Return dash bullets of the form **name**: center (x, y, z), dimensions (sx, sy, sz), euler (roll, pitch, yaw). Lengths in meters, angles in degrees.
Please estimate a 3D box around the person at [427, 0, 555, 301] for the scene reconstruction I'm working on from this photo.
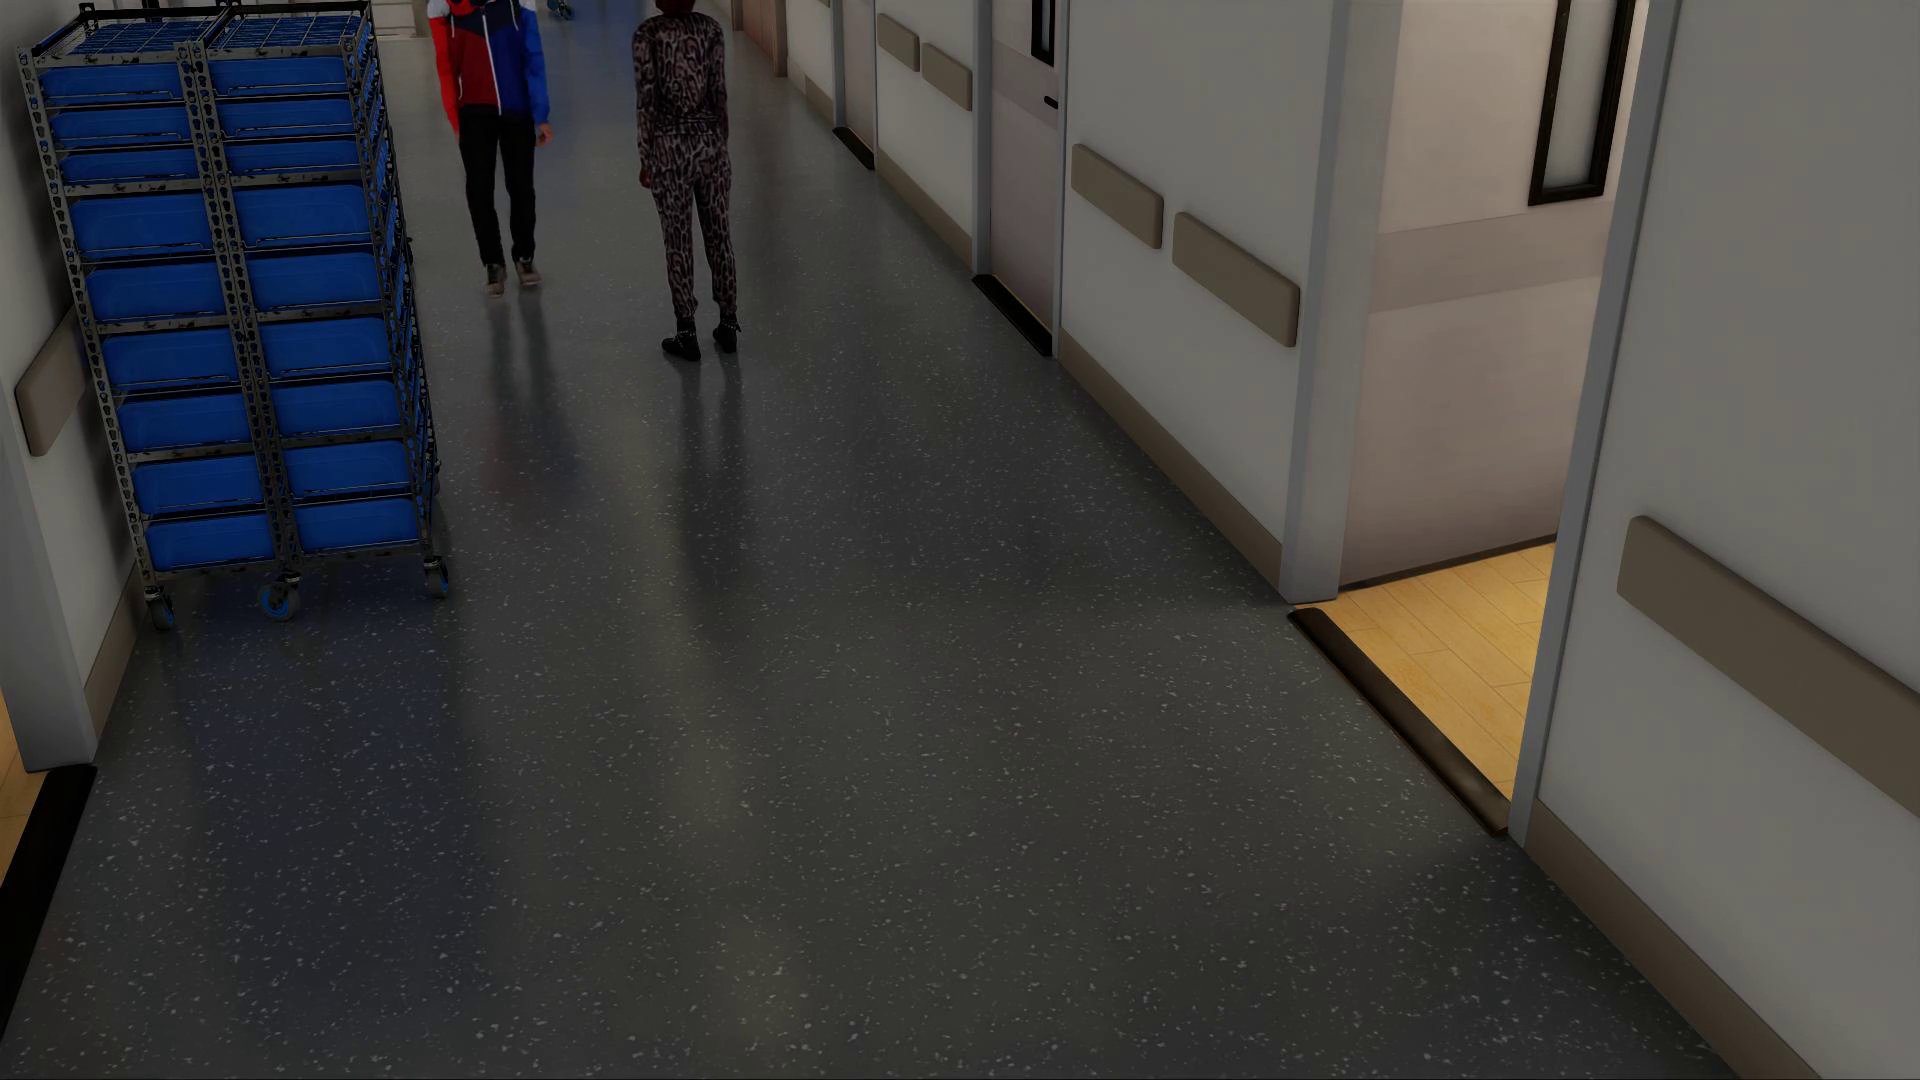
- **person**: center (-2.219, -2.066, 7.953), dimensions (0.665, 1.739, 0.723), euler (-9, 27, -18)

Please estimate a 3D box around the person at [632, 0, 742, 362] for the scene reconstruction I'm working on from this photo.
- **person**: center (-1.153, -1.614, 7.046), dimensions (0.643, 1.713, 0.653), euler (-15, 29, -28)
